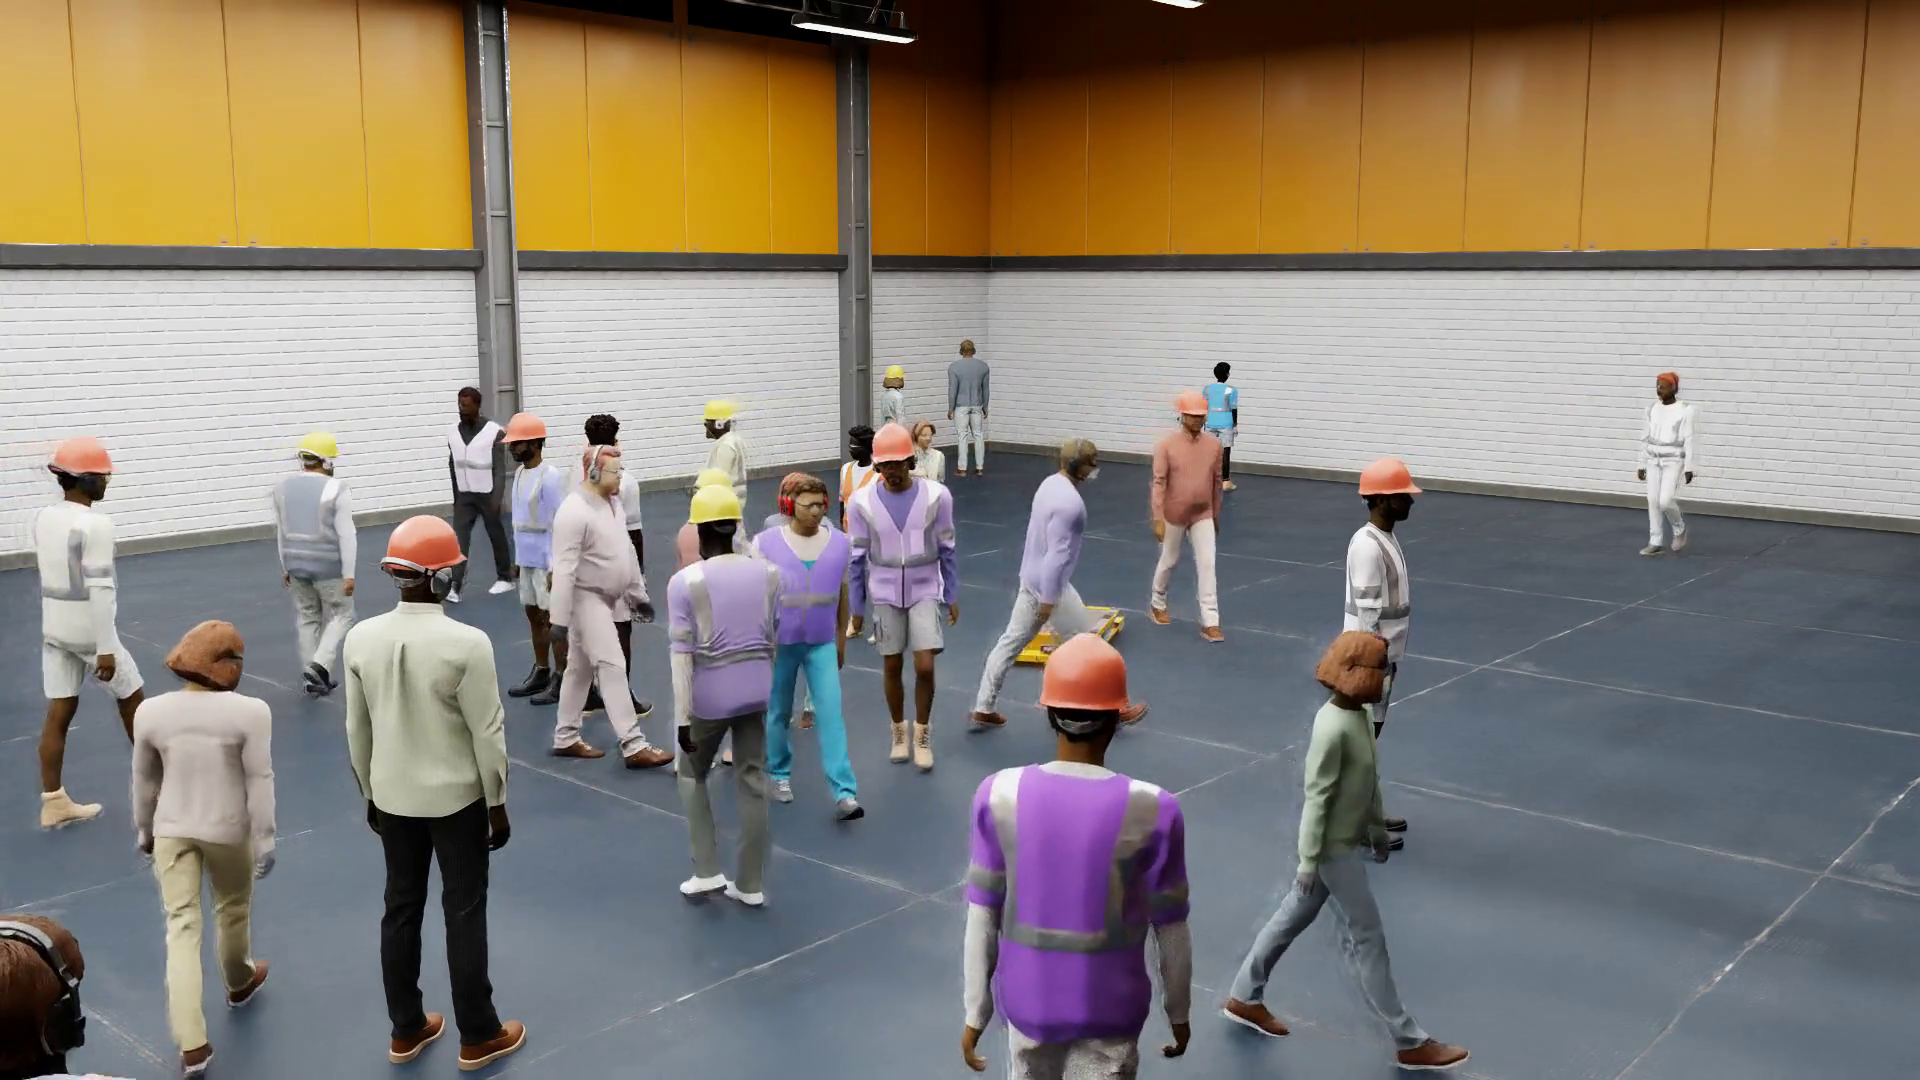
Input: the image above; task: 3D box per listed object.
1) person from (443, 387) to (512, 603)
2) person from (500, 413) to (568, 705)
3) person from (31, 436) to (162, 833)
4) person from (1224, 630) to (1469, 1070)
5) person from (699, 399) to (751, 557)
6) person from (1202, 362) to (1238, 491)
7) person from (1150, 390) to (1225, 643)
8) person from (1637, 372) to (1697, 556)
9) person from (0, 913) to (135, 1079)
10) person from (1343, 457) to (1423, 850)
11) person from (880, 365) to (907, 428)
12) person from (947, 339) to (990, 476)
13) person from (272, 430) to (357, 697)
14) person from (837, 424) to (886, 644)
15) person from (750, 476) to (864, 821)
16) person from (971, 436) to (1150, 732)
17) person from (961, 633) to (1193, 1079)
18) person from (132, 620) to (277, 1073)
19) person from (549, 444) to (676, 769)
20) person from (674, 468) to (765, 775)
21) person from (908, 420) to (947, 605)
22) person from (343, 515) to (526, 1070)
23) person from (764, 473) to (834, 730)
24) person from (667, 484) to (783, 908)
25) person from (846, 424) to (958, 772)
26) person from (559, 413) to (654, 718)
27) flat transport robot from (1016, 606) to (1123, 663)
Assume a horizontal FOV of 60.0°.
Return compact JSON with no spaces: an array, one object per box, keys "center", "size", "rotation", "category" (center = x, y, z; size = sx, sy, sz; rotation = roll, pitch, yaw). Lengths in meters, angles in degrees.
[{"center":[-4.228,-0.398,14.498],"size":[0.616,1.861,0.990],"rotation":[3,9,17],"category":"person"},{"center":[-2.817,0.124,11.001],"size":[0.374,1.935,0.552],"rotation":[-8,12,-40],"category":"person"},{"center":[-4.447,0.458,8.693],"size":[0.639,2.000,0.983],"rotation":[5,10,29],"category":"person"},{"center":[1.382,1.095,6.007],"size":[0.908,1.583,0.512],"rotation":[4,10,24],"category":"person"},{"center":[-1.988,-0.316,14.232],"size":[0.921,1.791,0.601],"rotation":[-2,9,-10],"category":"person"},{"center":[3.431,-1.499,21.944],"size":[0.538,1.695,0.320],"rotation":[7,11,38],"category":"person"},{"center":[1.779,-0.218,13.154],"size":[0.643,1.948,1.030],"rotation":[-2,9,-15],"category":"person"},{"center":[7.121,-0.762,16.778],"size":[0.461,1.866,0.597],"rotation":[-5,10,-30],"category":"person"},{"center":[-1.497,1.513,2.735],"size":[0.636,1.808,0.939],"rotation":[-1,9,-4],"category":"person"},{"center":[2.093,0.553,8.296],"size":[0.351,1.942,0.545],"rotation":[3,10,20],"category":"person"},{"center":[-0.791,-1.261,20.311],"size":[0.296,1.744,0.487],"rotation":[-6,11,-32],"category":"person"},{"center":[0.117,-1.863,23.482],"size":[0.632,1.936,0.359],"rotation":[-4,10,-21],"category":"person"},{"center":[-4.281,0.176,11.070],"size":[0.618,1.811,0.506],"rotation":[2,9,11],"category":"person"},{"center":[-0.728,-0.045,12.808],"size":[0.539,1.698,0.318],"rotation":[7,11,36],"category":"person"},{"center":[-0.809,0.567,8.676],"size":[0.593,1.794,0.968],"rotation":[-3,10,-21],"category":"person"},{"center":[0.581,0.288,10.237],"size":[1.108,1.859,0.655],"rotation":[-2,9,-13],"category":"person"},{"center":[0.344,1.181,4.454],"size":[0.577,1.904,0.860],"rotation":[3,9,17],"category":"person"},{"center":[-2.767,1.079,6.115],"size":[0.524,1.572,0.854],"rotation":[-1,9,-8],"category":"person"},{"center":[-2.002,0.385,9.591],"size":[0.900,1.867,0.661],"rotation":[1,9,6],"category":"person"},{"center":[-1.390,0.466,9.476],"size":[0.652,1.727,0.563],"rotation":[-8,12,-42],"category":"person"},{"center":[-0.344,-0.247,14.425],"size":[0.505,1.586,0.880],"rotation":[-5,10,-27],"category":"person"},{"center":[-1.876,0.902,5.938],"size":[0.608,1.995,0.377],"rotation":[2,9,15],"category":"person"},{"center":[-1.023,0.398,10.255],"size":[0.523,1.613,0.557],"rotation":[3,9,18],"category":"person"},{"center":[-1.060,0.702,7.473],"size":[0.586,1.903,0.512],"rotation":[-6,11,-34],"category":"person"},{"center":[-0.330,0.328,9.501],"size":[0.633,2.004,0.657],"rotation":[0,9,0],"category":"person"},{"center":[-2.252,0.172,10.603],"size":[0.613,1.965,0.361],"rotation":[4,10,26],"category":"person"},{"center":[0.804,0.694,12.638],"size":[0.652,0.197,1.431],"rotation":[2,9,15],"category":"flat transport robot"}]
